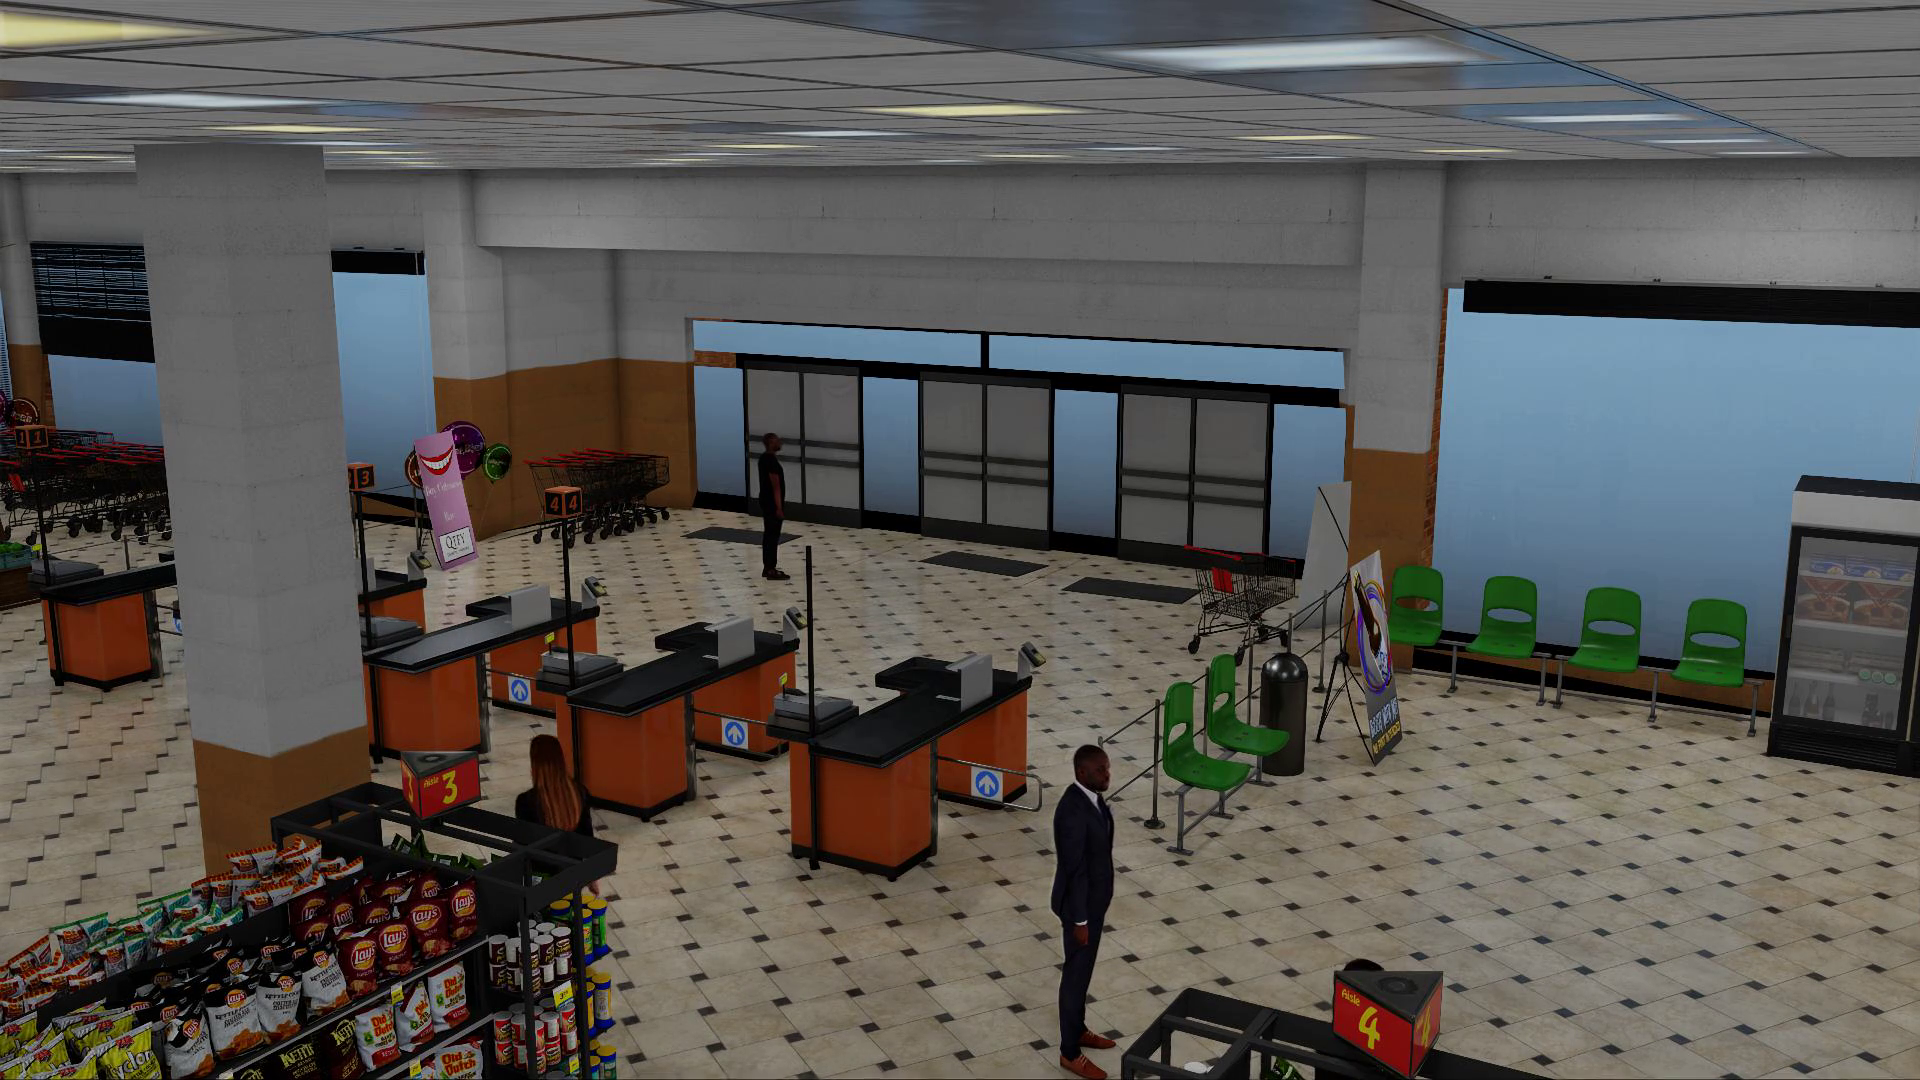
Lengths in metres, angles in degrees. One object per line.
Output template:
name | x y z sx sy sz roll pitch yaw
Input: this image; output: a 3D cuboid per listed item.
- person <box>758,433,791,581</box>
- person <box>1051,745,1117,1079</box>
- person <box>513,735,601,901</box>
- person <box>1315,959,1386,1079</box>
person | -2.325 -0.424 20.549 0.787 1.819 0.746 -4 13 -19
person | 0.674 1.986 9.092 0.821 1.824 0.634 3 12 13
person | -2.260 1.985 9.484 1.196 1.665 0.990 -9 15 -38
person | 1.493 2.508 6.685 0.776 1.795 0.599 10 15 38
